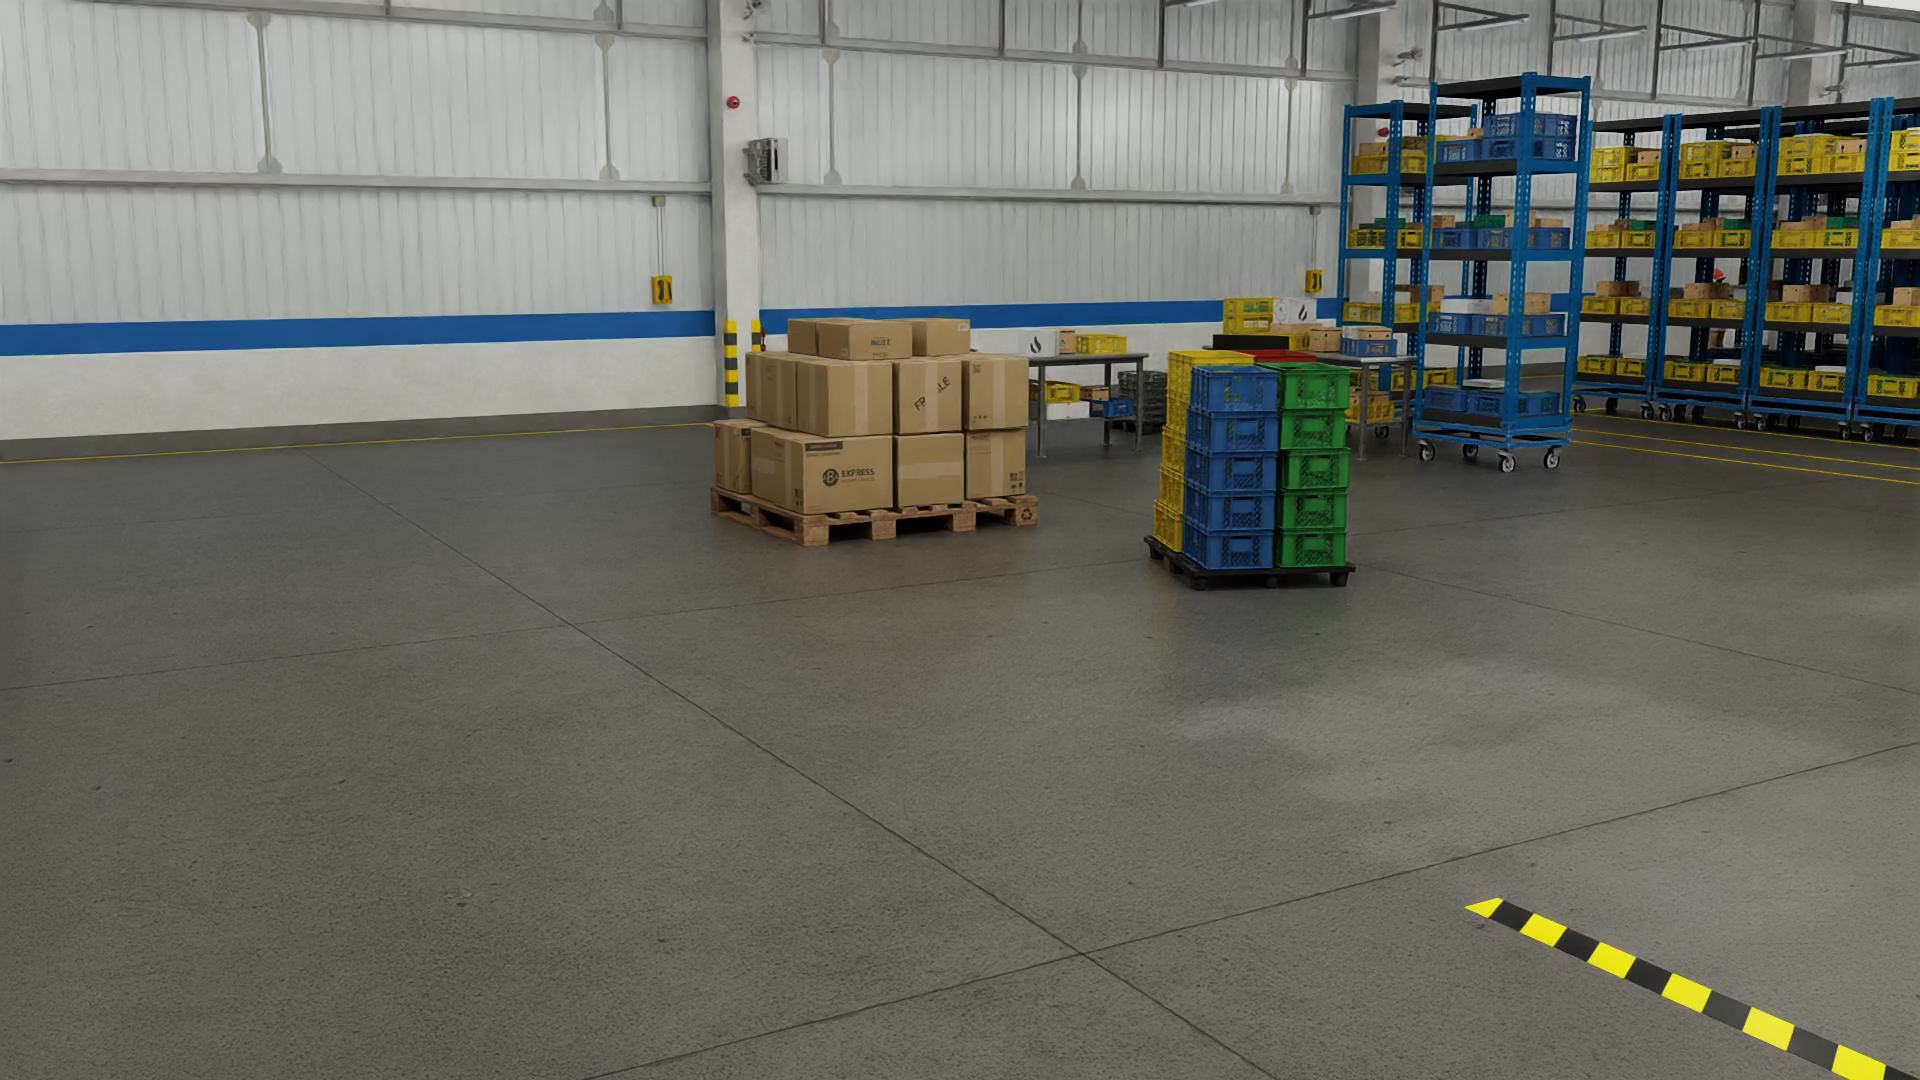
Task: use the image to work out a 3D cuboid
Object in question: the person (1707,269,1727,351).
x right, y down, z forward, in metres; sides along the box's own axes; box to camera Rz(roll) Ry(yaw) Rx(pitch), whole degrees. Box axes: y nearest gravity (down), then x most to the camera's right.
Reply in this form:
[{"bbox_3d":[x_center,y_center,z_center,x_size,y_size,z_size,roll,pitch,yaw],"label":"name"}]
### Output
[{"bbox_3d":[11.340,-3.206,25.057,0.563,1.743,0.359,-8,13,-39],"label":"person"}]
